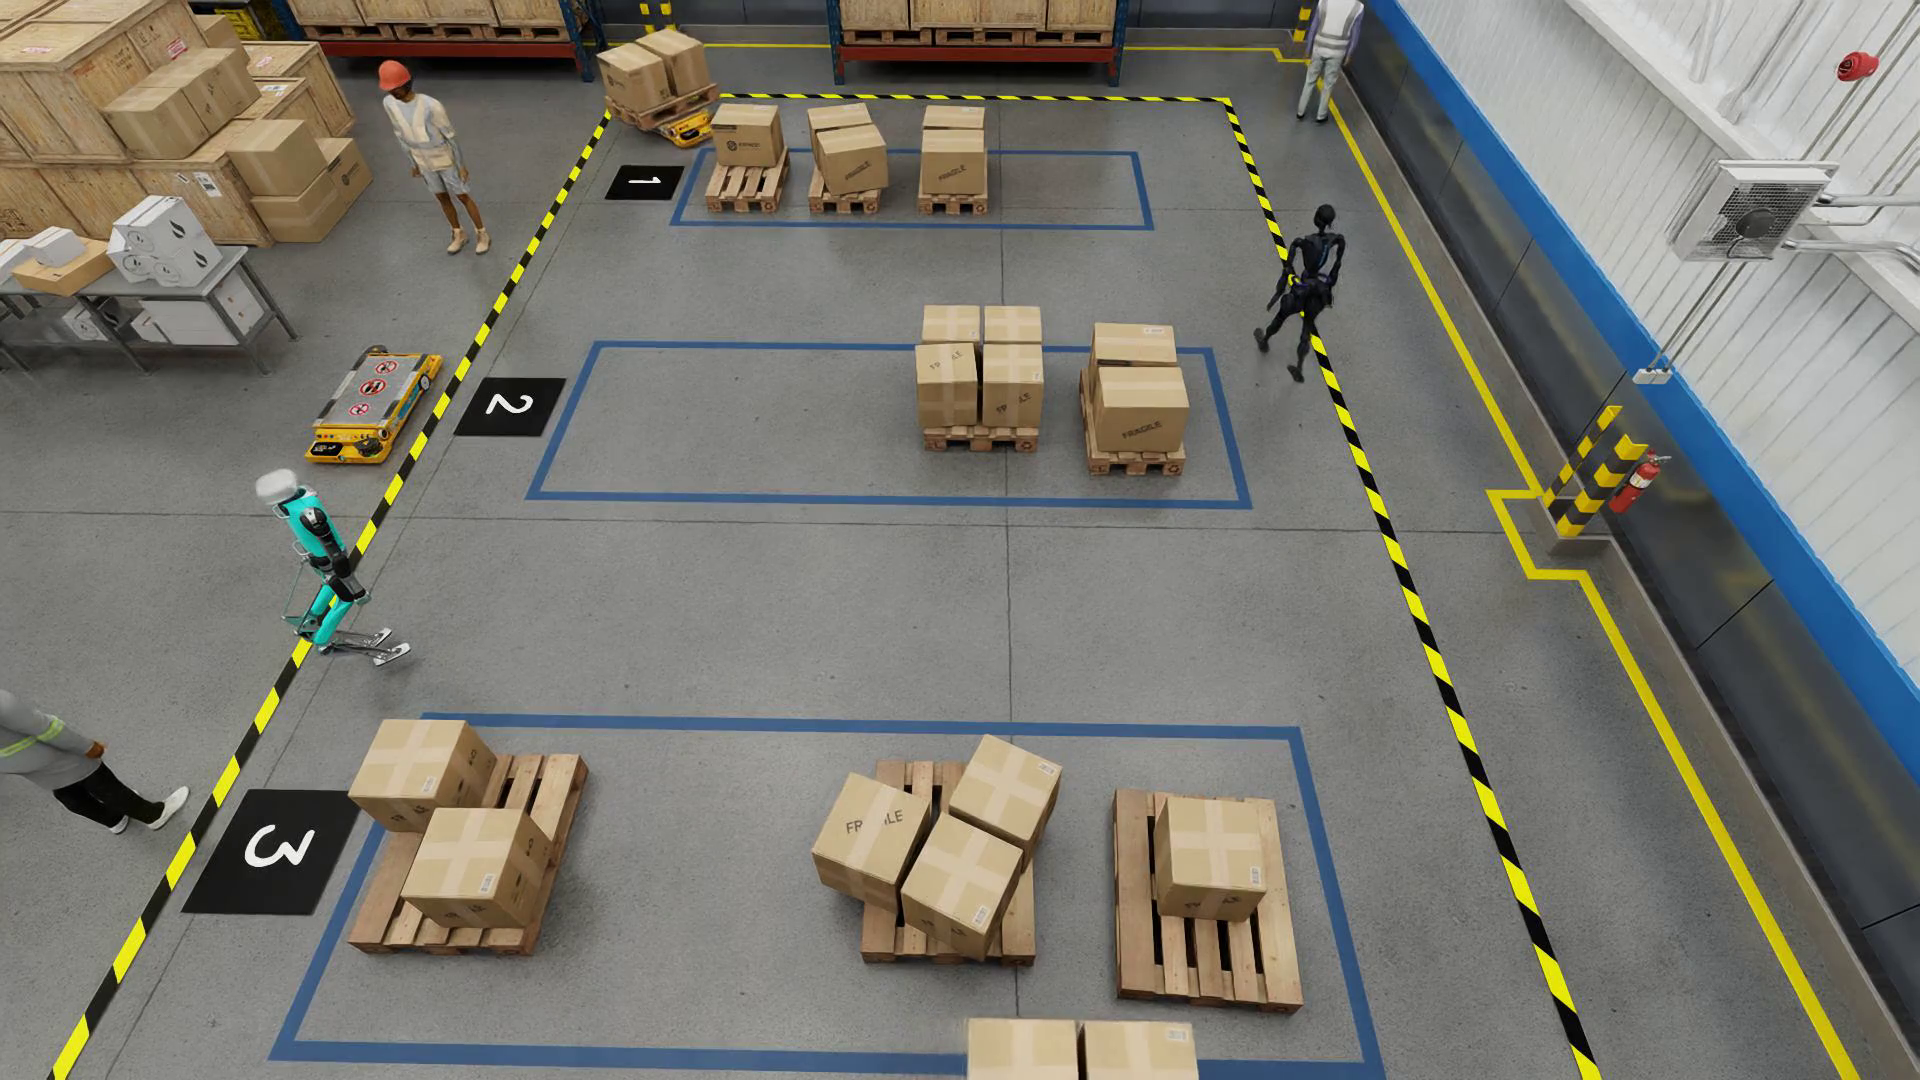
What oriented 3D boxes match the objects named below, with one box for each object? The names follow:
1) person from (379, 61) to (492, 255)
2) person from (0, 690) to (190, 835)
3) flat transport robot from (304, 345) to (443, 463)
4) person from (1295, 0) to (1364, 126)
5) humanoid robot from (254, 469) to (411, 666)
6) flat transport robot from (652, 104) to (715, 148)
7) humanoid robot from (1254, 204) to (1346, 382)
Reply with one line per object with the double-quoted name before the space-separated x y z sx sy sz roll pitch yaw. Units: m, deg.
"person" -5.457 -3.927 9.533 0.605 2.038 0.391 4 50 4
"person" -5.341 1.190 5.325 0.587 1.849 0.396 -1 50 -1
"flat transport robot" -5.383 -1.269 8.441 0.659 0.231 1.431 1 50 1
"person" 4.687 -6.221 11.606 0.599 1.829 0.404 23 54 19
"humanoid robot" -4.295 0.303 6.060 0.533 1.677 0.735 33 57 25
"flat transport robot" -3.838 -5.600 12.087 1.431 0.197 0.652 34 58 25
"humanoid robot" 3.154 -2.299 8.412 0.610 1.619 0.759 -8 50 -7
